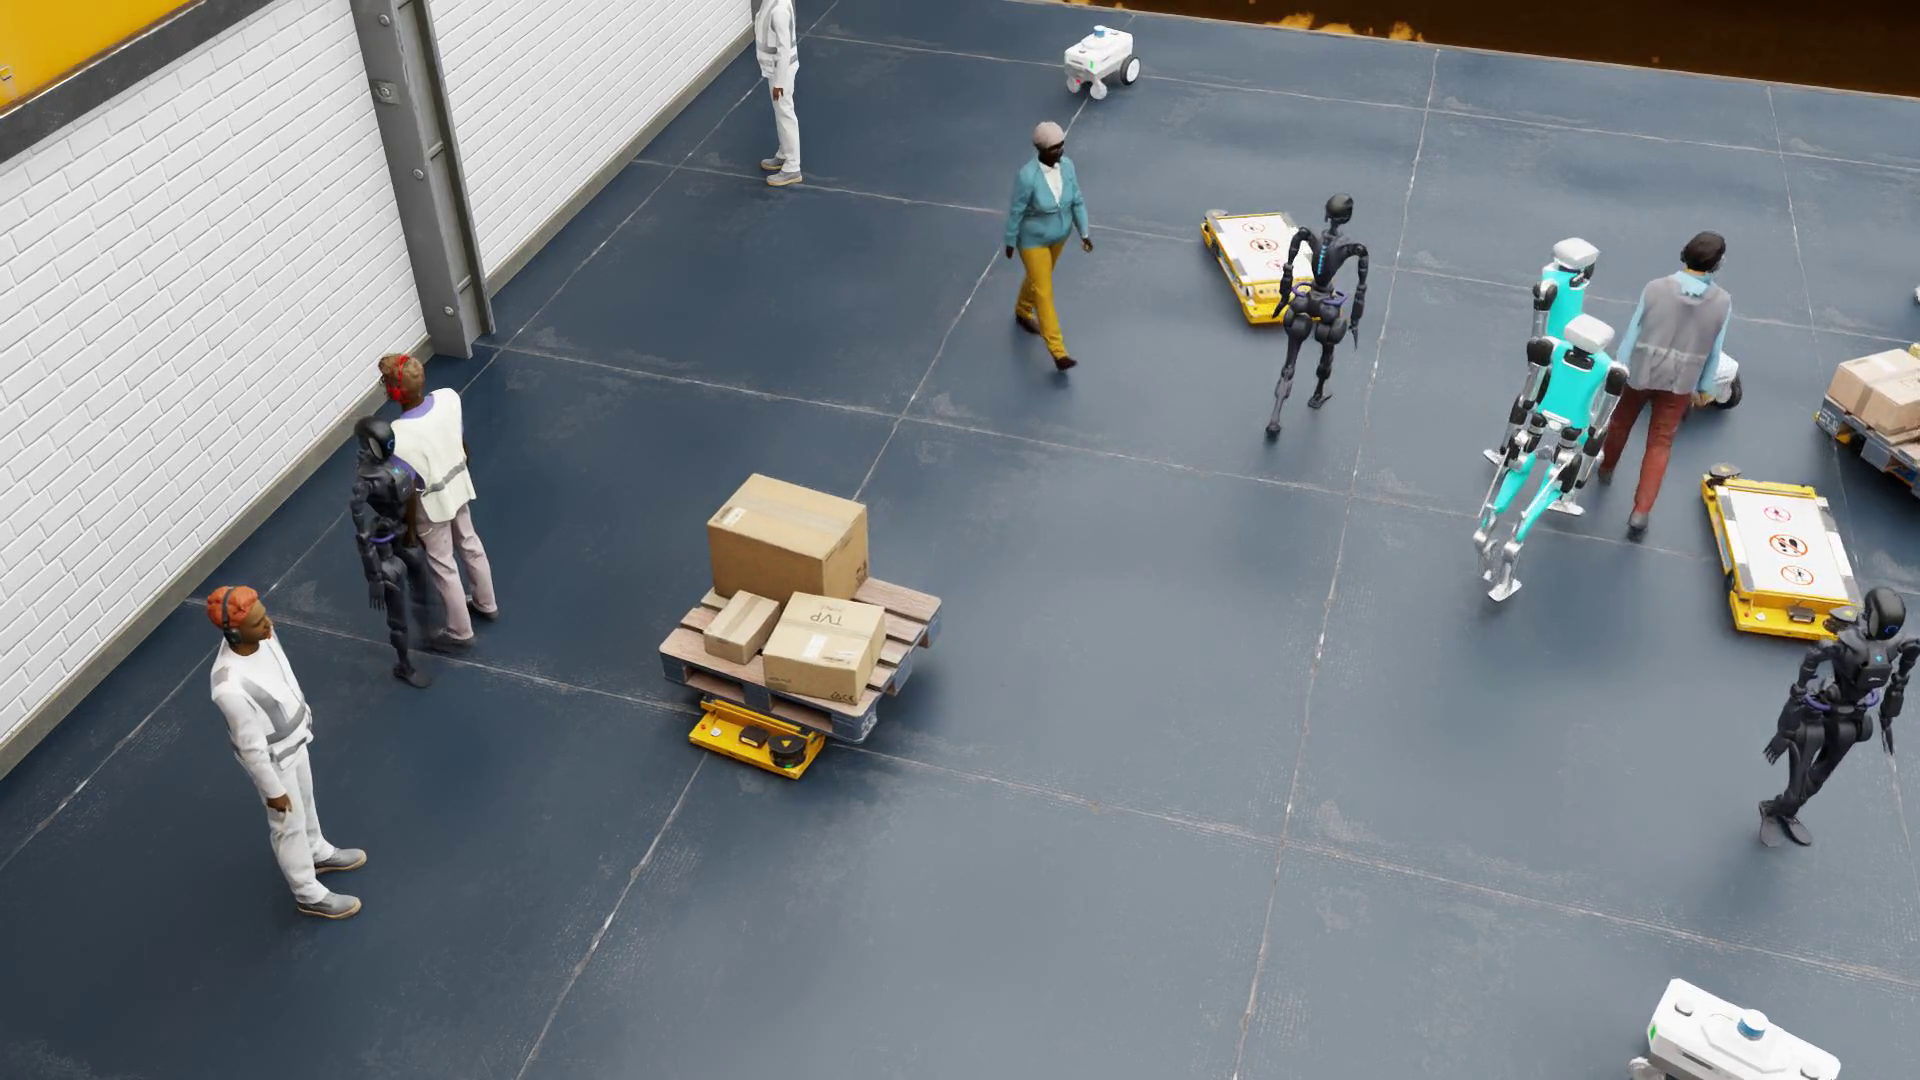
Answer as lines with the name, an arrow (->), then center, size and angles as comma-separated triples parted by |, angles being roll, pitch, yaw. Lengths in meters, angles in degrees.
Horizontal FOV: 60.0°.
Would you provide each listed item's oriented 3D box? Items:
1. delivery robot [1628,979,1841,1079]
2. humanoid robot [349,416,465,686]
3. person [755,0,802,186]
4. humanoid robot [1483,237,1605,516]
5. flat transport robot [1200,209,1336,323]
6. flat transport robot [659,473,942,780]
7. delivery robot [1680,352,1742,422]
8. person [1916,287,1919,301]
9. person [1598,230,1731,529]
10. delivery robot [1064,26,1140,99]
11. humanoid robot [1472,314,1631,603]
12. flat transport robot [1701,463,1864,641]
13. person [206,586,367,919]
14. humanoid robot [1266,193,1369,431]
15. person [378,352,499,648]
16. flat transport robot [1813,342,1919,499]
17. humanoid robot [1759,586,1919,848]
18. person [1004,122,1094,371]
delivery robot -> 3.301, 2.224, 7.022 | 0.788, 0.610, 0.499 | 25, 45, 28
humanoid robot -> -2.981, 0.037, 8.832 | 0.305, 1.657, 0.614 | 11, 40, 14
person -> -1.481, -3.801, 13.447 | 0.356, 1.882, 0.574 | -7, 39, -9
humanoid robot -> 3.714, -0.897, 9.970 | 0.530, 1.762, 0.967 | -31, 48, -33
flat transport robot -> 2.326, -2.101, 12.618 | 0.659, 0.231, 1.431 | -5, 39, -7
flat transport robot -> -0.836, 0.695, 9.140 | 0.659, 0.231, 1.431 | 16, 42, 19
delivery robot -> 4.888, -1.205, 11.259 | 0.499, 0.575, 0.759 | -14, 41, -17
person -> 7.439, -2.468, 12.016 | 0.725, 1.585, 0.524 | -7, 39, -9
person -> 4.188, -0.954, 9.946 | 0.587, 1.856, 0.816 | 14, 41, 16
delivery robot -> 1.292, -4.424, 15.280 | 0.513, 0.597, 0.768 | 26, 46, 29
humanoid robot -> 3.182, -0.338, 9.264 | 0.550, 1.772, 0.841 | 27, 46, 30
flat transport robot -> 4.886, 0.063, 9.926 | 0.659, 0.231, 1.431 | 7, 39, 9
person -> -3.074, 0.950, 7.537 | 0.361, 1.882, 0.573 | -4, 39, -6
humanoid robot -> 2.282, -1.447, 10.733 | 0.612, 1.645, 0.789 | 20, 43, 23
person -> -2.812, -0.197, 8.992 | 0.373, 1.843, 0.569 | 15, 41, 18
flat transport robot -> 6.265, -0.521, 10.653 | 0.659, 0.231, 1.431 | -14, 41, -16
humanoid robot -> 4.124, 0.844, 7.828 | 0.609, 1.649, 0.348 | -2, 39, -3
person -> 0.628, -2.029, 11.379 | 0.525, 1.696, 0.946 | -26, 46, -29
